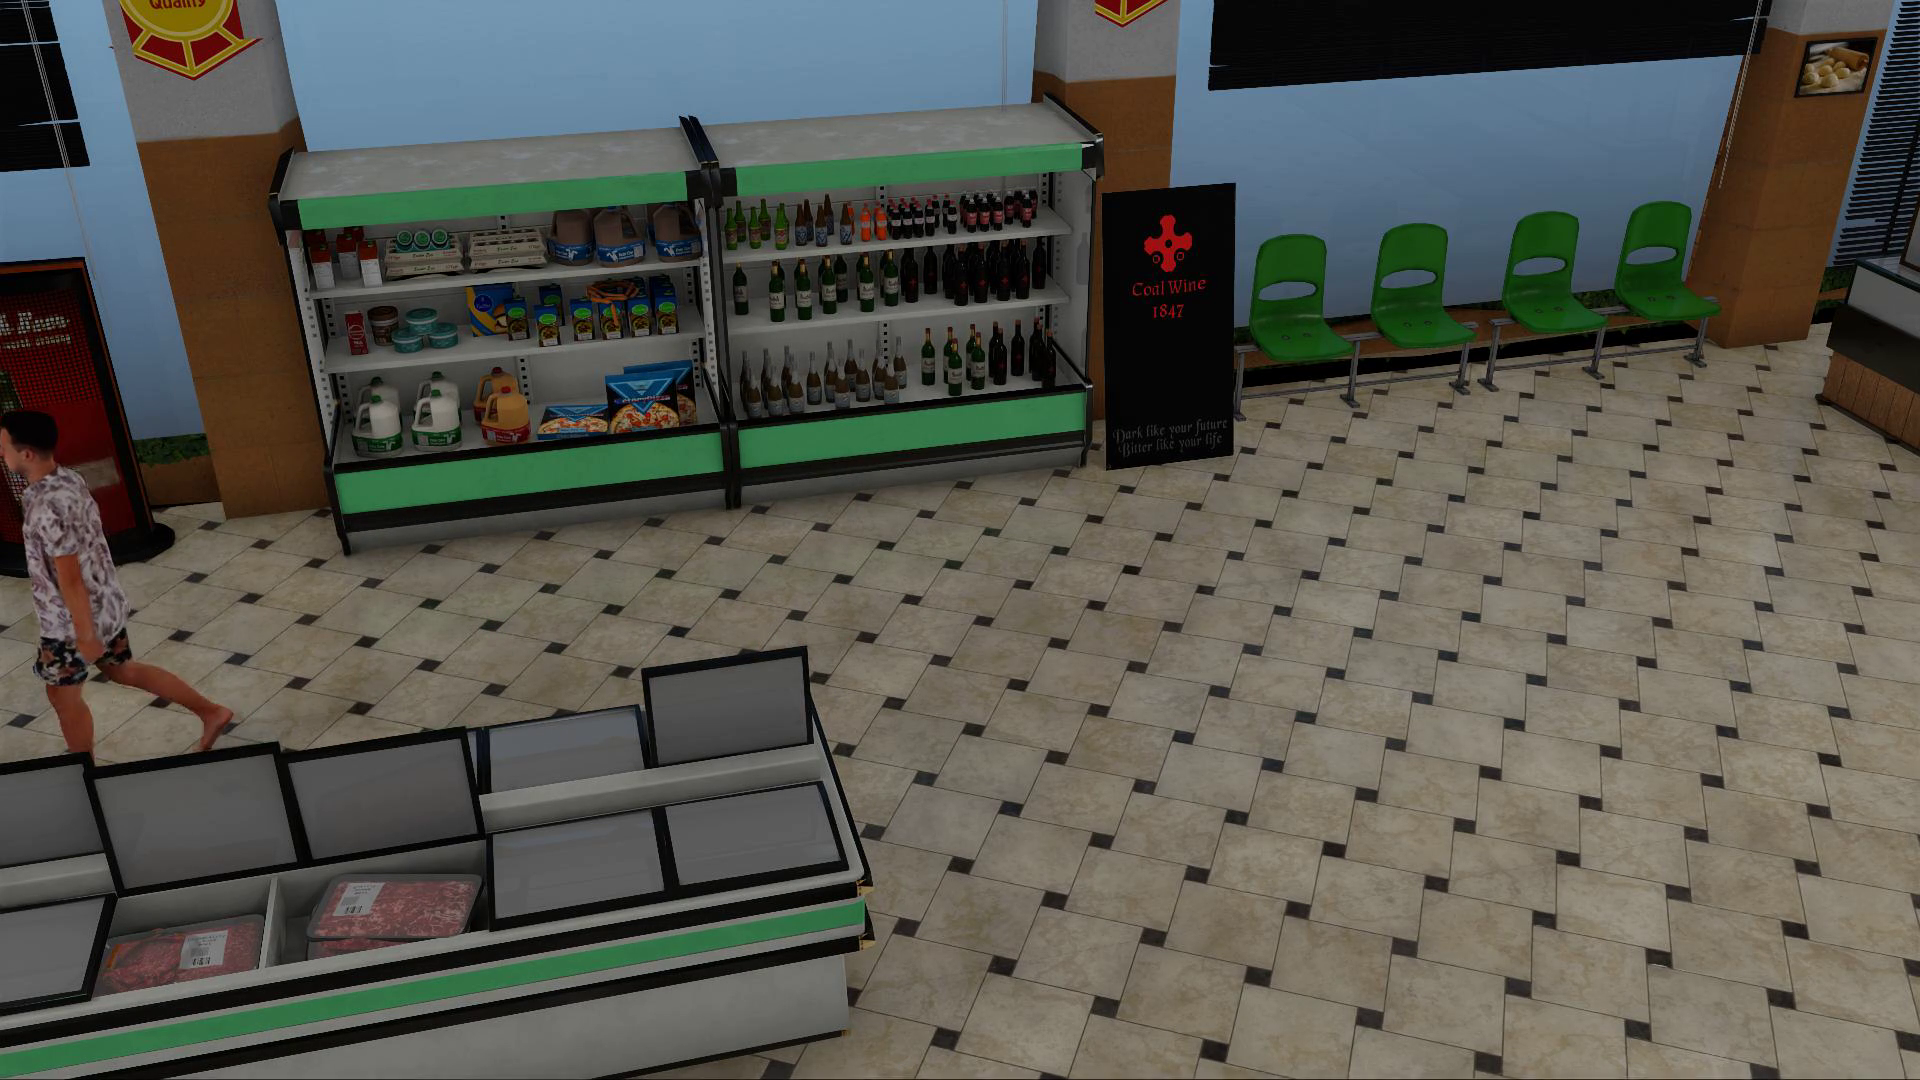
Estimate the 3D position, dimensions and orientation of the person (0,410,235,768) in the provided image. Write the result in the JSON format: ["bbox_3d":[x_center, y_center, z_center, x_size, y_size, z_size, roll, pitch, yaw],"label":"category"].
[{"bbox_3d":[-3.684,0.278,7.151,1.069,1.791,0.671,-7,29,-13],"label":"person"}]
